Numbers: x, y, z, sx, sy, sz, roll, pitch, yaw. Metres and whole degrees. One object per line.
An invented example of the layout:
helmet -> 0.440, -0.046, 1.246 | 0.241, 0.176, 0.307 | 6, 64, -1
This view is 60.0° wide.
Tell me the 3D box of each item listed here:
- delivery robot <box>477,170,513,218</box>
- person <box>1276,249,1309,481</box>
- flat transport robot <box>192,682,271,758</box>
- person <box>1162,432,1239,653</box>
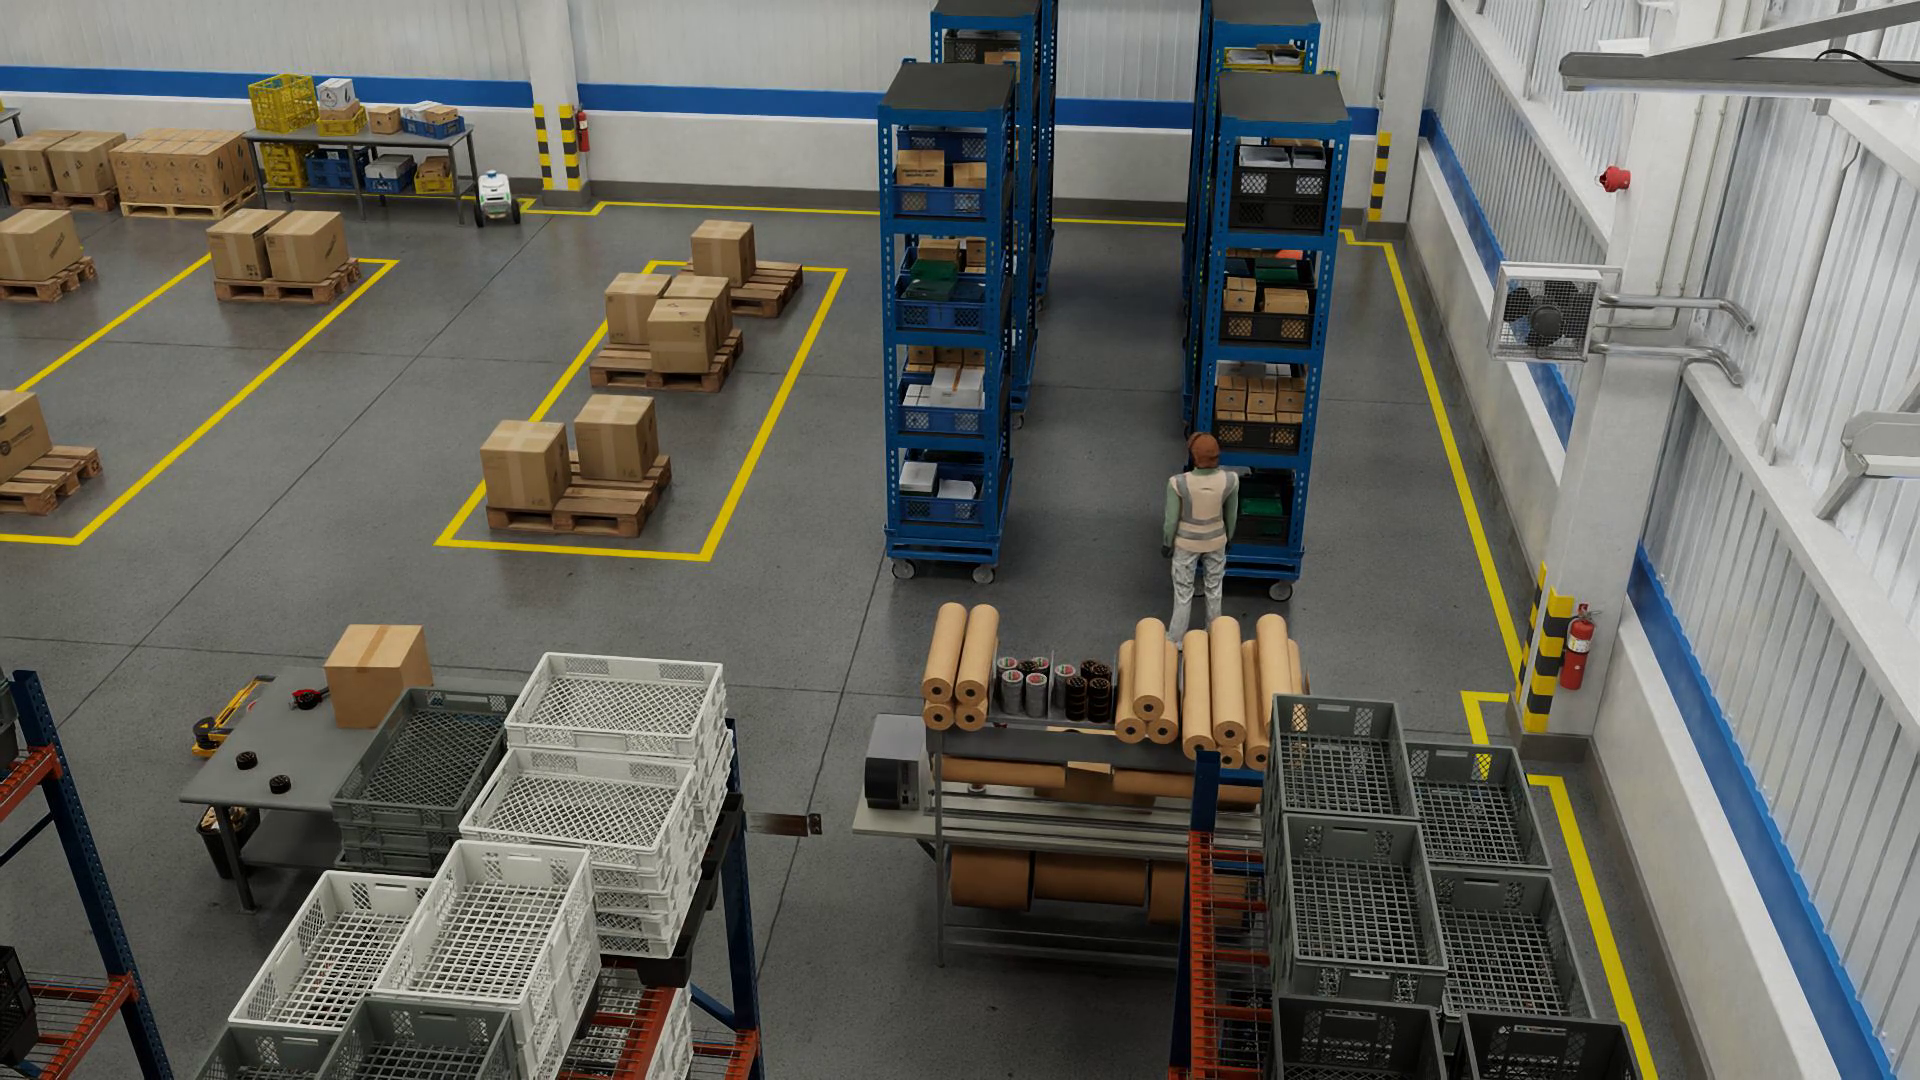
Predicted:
delivery robot -> -5.370, -4.012, 19.167 | 0.477, 0.478, 0.707 | -8, 31, -14
person -> 2.546, -1.395, 13.341 | 0.387, 1.992, 0.626 | -23, 38, -34
flat transport robot -> -4.089, 1.163, 10.648 | 1.431, 0.197, 0.652 | 3, 30, 6
person -> 1.616, 0.024, 11.254 | 0.511, 1.640, 0.308 | -5, 31, -9
